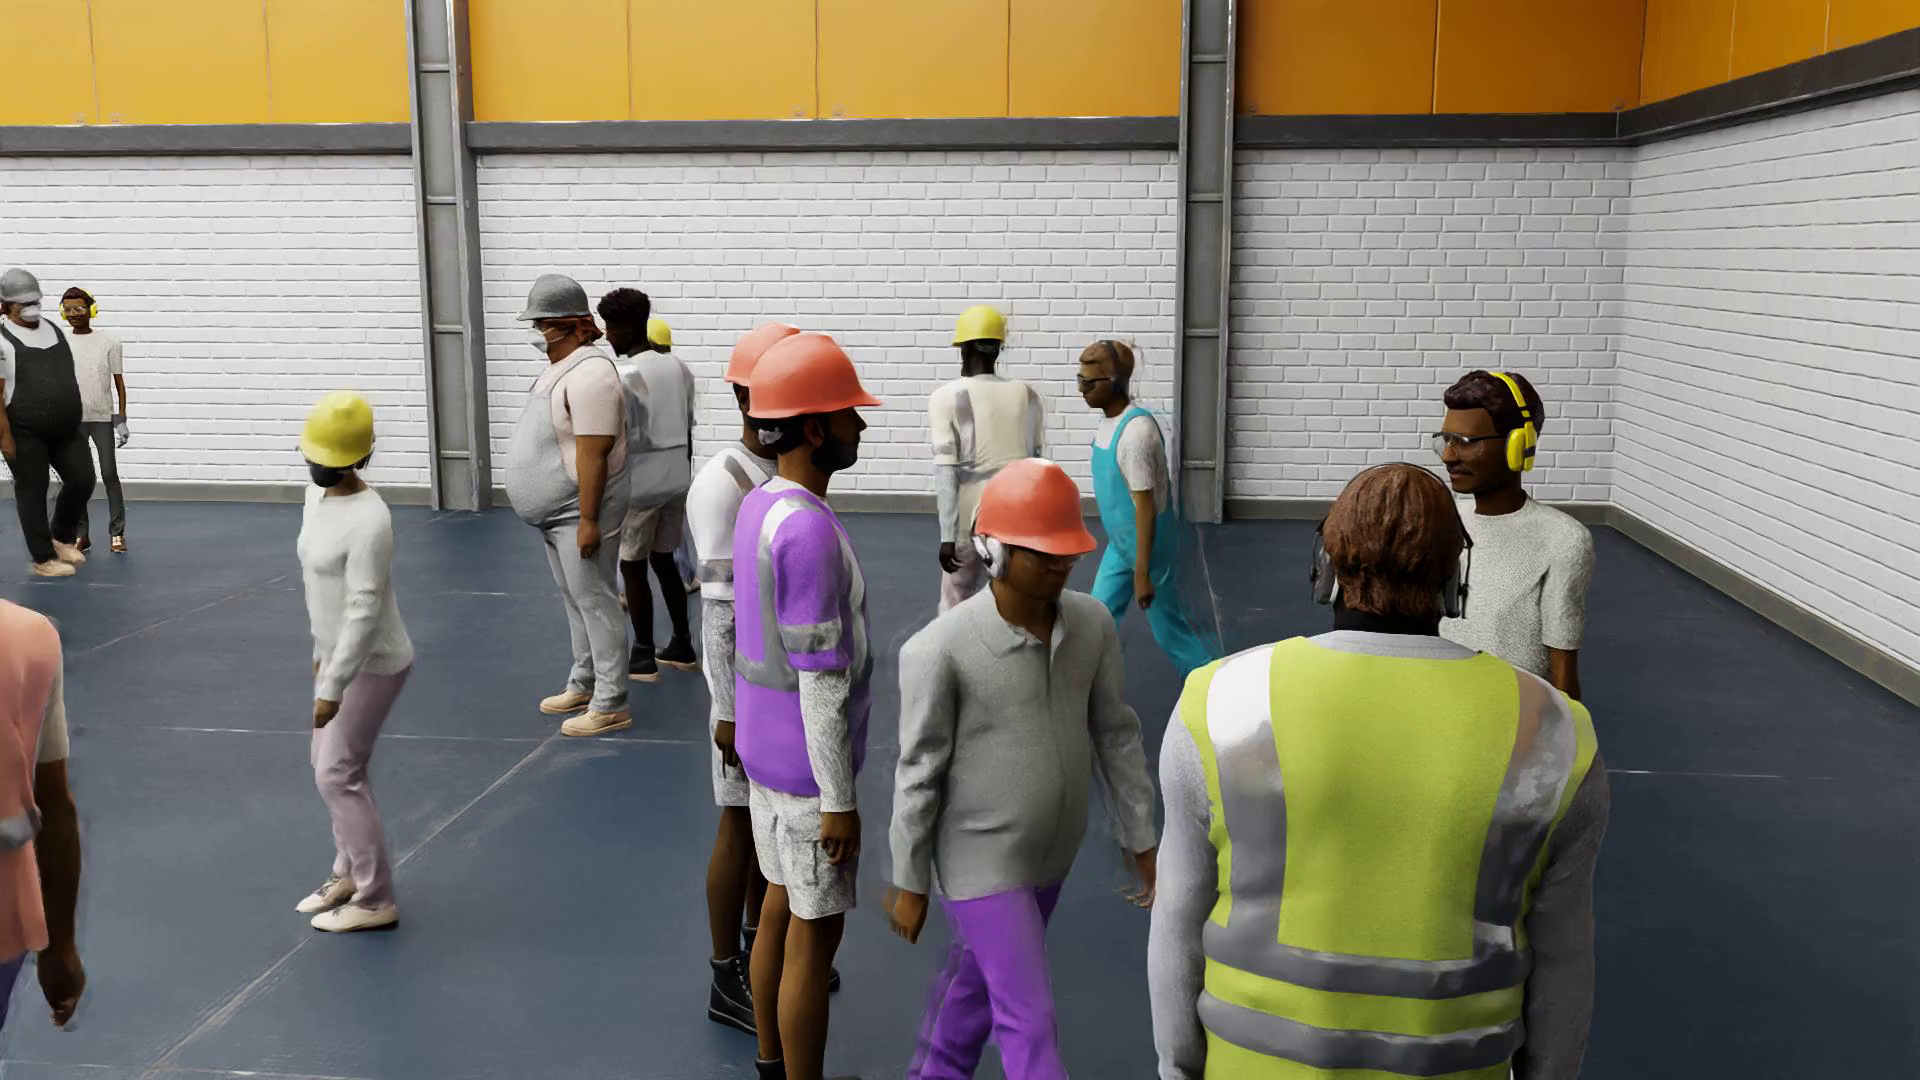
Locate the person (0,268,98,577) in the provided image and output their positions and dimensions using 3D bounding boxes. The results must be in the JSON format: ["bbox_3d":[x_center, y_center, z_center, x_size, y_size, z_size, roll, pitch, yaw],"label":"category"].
[{"bbox_3d":[-5.950,-0.755,10.732,0.539,2.000,0.702,4,11,22],"label":"person"}]

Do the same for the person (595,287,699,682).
[{"bbox_3d":[-1.560,-0.260,8.156,0.464,1.949,0.655,6,11,29],"label":"person"}]

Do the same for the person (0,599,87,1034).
[{"bbox_3d":[-1.750,0.730,2.846,0.740,1.828,0.575,4,11,21],"label":"person"}]

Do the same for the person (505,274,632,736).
[{"bbox_3d":[-1.739,-0.169,7.380,0.536,2.000,0.684,-5,11,-26],"label":"person"}]

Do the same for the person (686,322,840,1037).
[{"bbox_3d":[-0.514,0.375,4.567,0.365,1.933,0.551,3,10,17],"label":"person"}]

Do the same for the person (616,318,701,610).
[{"bbox_3d":[-1.856,-0.460,9.956,0.535,1.720,0.905,3,10,18],"label":"person"}]

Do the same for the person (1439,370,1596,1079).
[{"bbox_3d":[1.222,0.542,3.849,0.331,1.859,0.505,-5,11,-24],"label":"person"}]

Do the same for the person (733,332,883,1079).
[{"bbox_3d":[-0.340,0.496,3.856,0.348,1.943,0.542,-4,11,-20],"label":"person"}]

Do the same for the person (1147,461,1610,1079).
[{"bbox_3d":[0.596,0.796,2.474,0.638,1.830,0.429,1,10,8],"label":"person"}]

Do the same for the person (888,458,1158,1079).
[{"bbox_3d":[0.165,0.667,3.583,0.574,1.696,0.932,-9,13,-42],"label":"person"}]

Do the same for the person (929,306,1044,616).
[{"bbox_3d":[0.076,-0.095,7.419,0.609,1.868,0.972,-5,11,-29],"label":"person"}]

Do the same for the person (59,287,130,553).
[{"bbox_3d":[-6.101,-0.829,11.648,0.515,1.872,0.328,-3,10,-14],"label":"person"}]

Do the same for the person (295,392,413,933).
[{"bbox_3d":[-1.884,0.389,5.136,0.344,1.717,0.578,-7,12,-36],"label":"person"}]
